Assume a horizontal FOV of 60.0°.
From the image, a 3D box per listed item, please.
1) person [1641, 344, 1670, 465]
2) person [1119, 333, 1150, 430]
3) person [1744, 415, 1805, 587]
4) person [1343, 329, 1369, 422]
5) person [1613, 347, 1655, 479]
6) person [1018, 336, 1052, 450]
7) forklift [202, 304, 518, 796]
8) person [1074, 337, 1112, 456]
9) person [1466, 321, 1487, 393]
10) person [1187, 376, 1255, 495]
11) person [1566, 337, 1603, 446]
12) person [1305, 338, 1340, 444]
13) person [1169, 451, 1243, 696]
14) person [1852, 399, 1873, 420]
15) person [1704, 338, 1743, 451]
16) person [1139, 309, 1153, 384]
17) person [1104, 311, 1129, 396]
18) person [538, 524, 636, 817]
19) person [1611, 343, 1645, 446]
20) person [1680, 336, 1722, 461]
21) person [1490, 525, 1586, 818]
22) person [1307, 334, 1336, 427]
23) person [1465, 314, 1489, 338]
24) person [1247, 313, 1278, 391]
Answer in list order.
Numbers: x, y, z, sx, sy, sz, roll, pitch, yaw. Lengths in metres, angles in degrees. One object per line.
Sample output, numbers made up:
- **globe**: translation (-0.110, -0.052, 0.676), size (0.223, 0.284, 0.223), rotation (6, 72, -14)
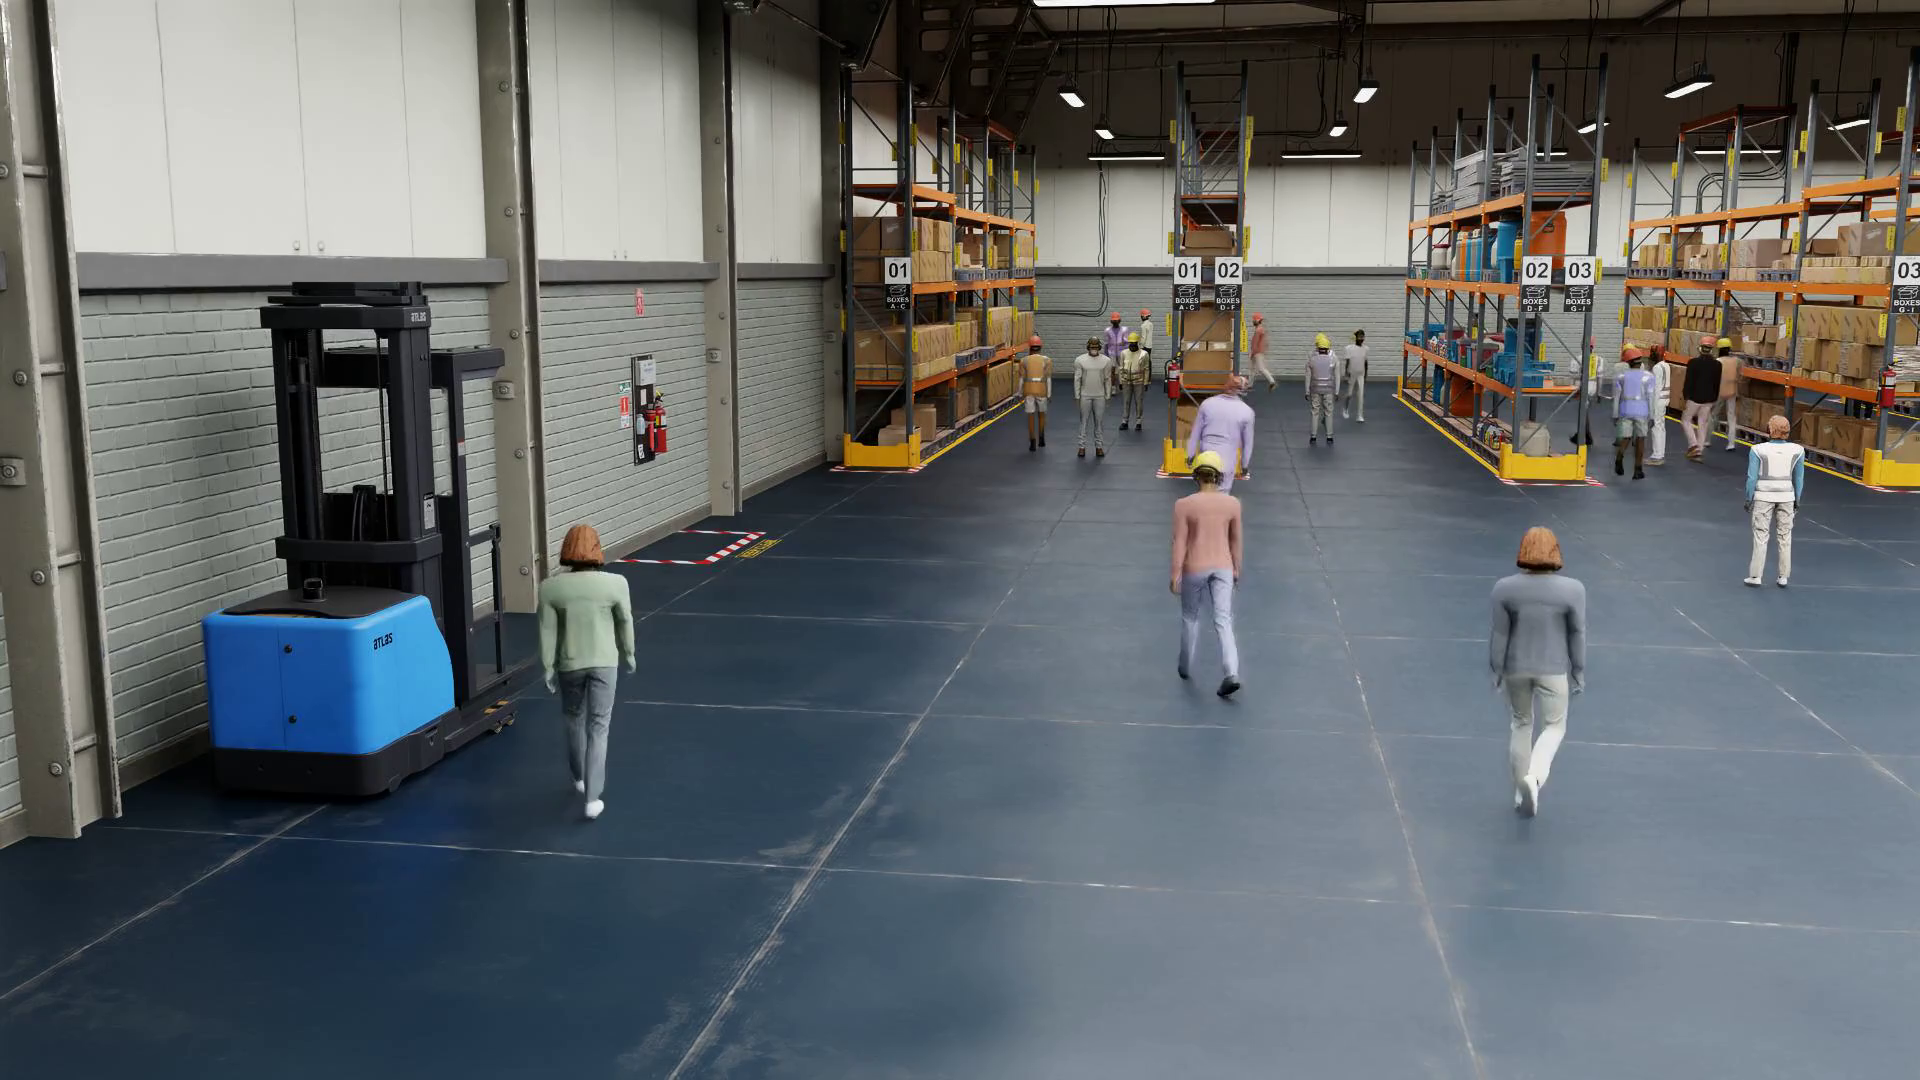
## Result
- **person**: translation (10.849, -2.113, 25.878), size (0.337, 1.882, 0.585), rotation (7, 11, 35)
- **person**: translation (3.290, -3.009, 31.557), size (0.589, 1.835, 0.404), rotation (4, 10, 23)
- **person**: translation (7.761, -0.368, 15.866), size (0.522, 1.640, 0.306), rotation (1, 9, 7)
- **person**: translation (7.948, -3.318, 33.426), size (0.519, 1.847, 0.815), rotation (0, 9, -1)
- **person**: translation (9.736, -1.827, 24.066), size (0.575, 1.906, 0.642), rotation (8, 12, 39)
- **person**: translation (1.264, -2.495, 28.159), size (0.567, 1.897, 0.893), rotation (0, 9, 0)
- **forklift**: translation (-3.673, -0.038, 10.147), size (1.129, 2.768, 1.873), rotation (1, 9, 9)
- **person**: translation (2.166, -2.339, 27.124), size (0.628, 1.935, 0.373), rotation (0, 9, -1)
- **person**: translation (12.397, -4.401, 40.185), size (0.810, 1.821, 0.624), rotation (2, 9, 13)
- **person**: translation (2.943, -0.895, 18.494), size (0.725, 1.854, 0.752), rotation (6, 11, 35)
- **person**: translation (10.798, -2.575, 28.712), size (0.554, 1.899, 0.984), rotation (0, 9, -3)
- **person**: translation (6.336, -2.609, 29.096), size (0.600, 1.829, 0.404), rotation (2, 9, 12)
- **person**: translation (1.782, 0.230, 11.963), size (0.565, 1.714, 0.916), rotation (-1, 9, -7)
- **person**: translation (18.061, -3.321, 33.244), size (0.587, 1.914, 0.392), rotation (-1, 9, -3)
- **person**: translation (12.894, -2.462, 28.081), size (0.606, 1.871, 1.009), rotation (1, 9, 4)
- **person**: translation (4.919, -5.131, 44.153), size (0.379, 1.995, 0.612), rotation (5, 10, 26)
- **person**: translation (3.800, -4.538, 40.397), size (0.621, 2.026, 0.777), rotation (1, 9, 5)
- **person**: translation (-2.087, 0.703, 9.377), size (0.504, 1.602, 0.765), rotation (-1, 9, -4)
- **person**: translation (11.481, -2.494, 28.611), size (0.523, 1.762, 0.329), rotation (1, 9, 8)
- **person**: translation (11.724, -2.234, 26.360), size (0.648, 1.969, 0.426), rotation (-1, 9, -9)
- **person**: translation (3.163, 0.730, 9.160), size (0.512, 1.615, 0.569), rotation (5, 11, 29)
- **person**: translation (7.038, -3.128, 32.413), size (0.599, 1.798, 0.882), rotation (4, 10, 23)
- **person**: translation (13.166, -4.805, 42.347), size (0.603, 1.916, 1.007), rotation (1, 9, 6)
- **person**: translation (7.477, -4.679, 41.448), size (0.899, 1.970, 0.608), rotation (2, 9, 12)
